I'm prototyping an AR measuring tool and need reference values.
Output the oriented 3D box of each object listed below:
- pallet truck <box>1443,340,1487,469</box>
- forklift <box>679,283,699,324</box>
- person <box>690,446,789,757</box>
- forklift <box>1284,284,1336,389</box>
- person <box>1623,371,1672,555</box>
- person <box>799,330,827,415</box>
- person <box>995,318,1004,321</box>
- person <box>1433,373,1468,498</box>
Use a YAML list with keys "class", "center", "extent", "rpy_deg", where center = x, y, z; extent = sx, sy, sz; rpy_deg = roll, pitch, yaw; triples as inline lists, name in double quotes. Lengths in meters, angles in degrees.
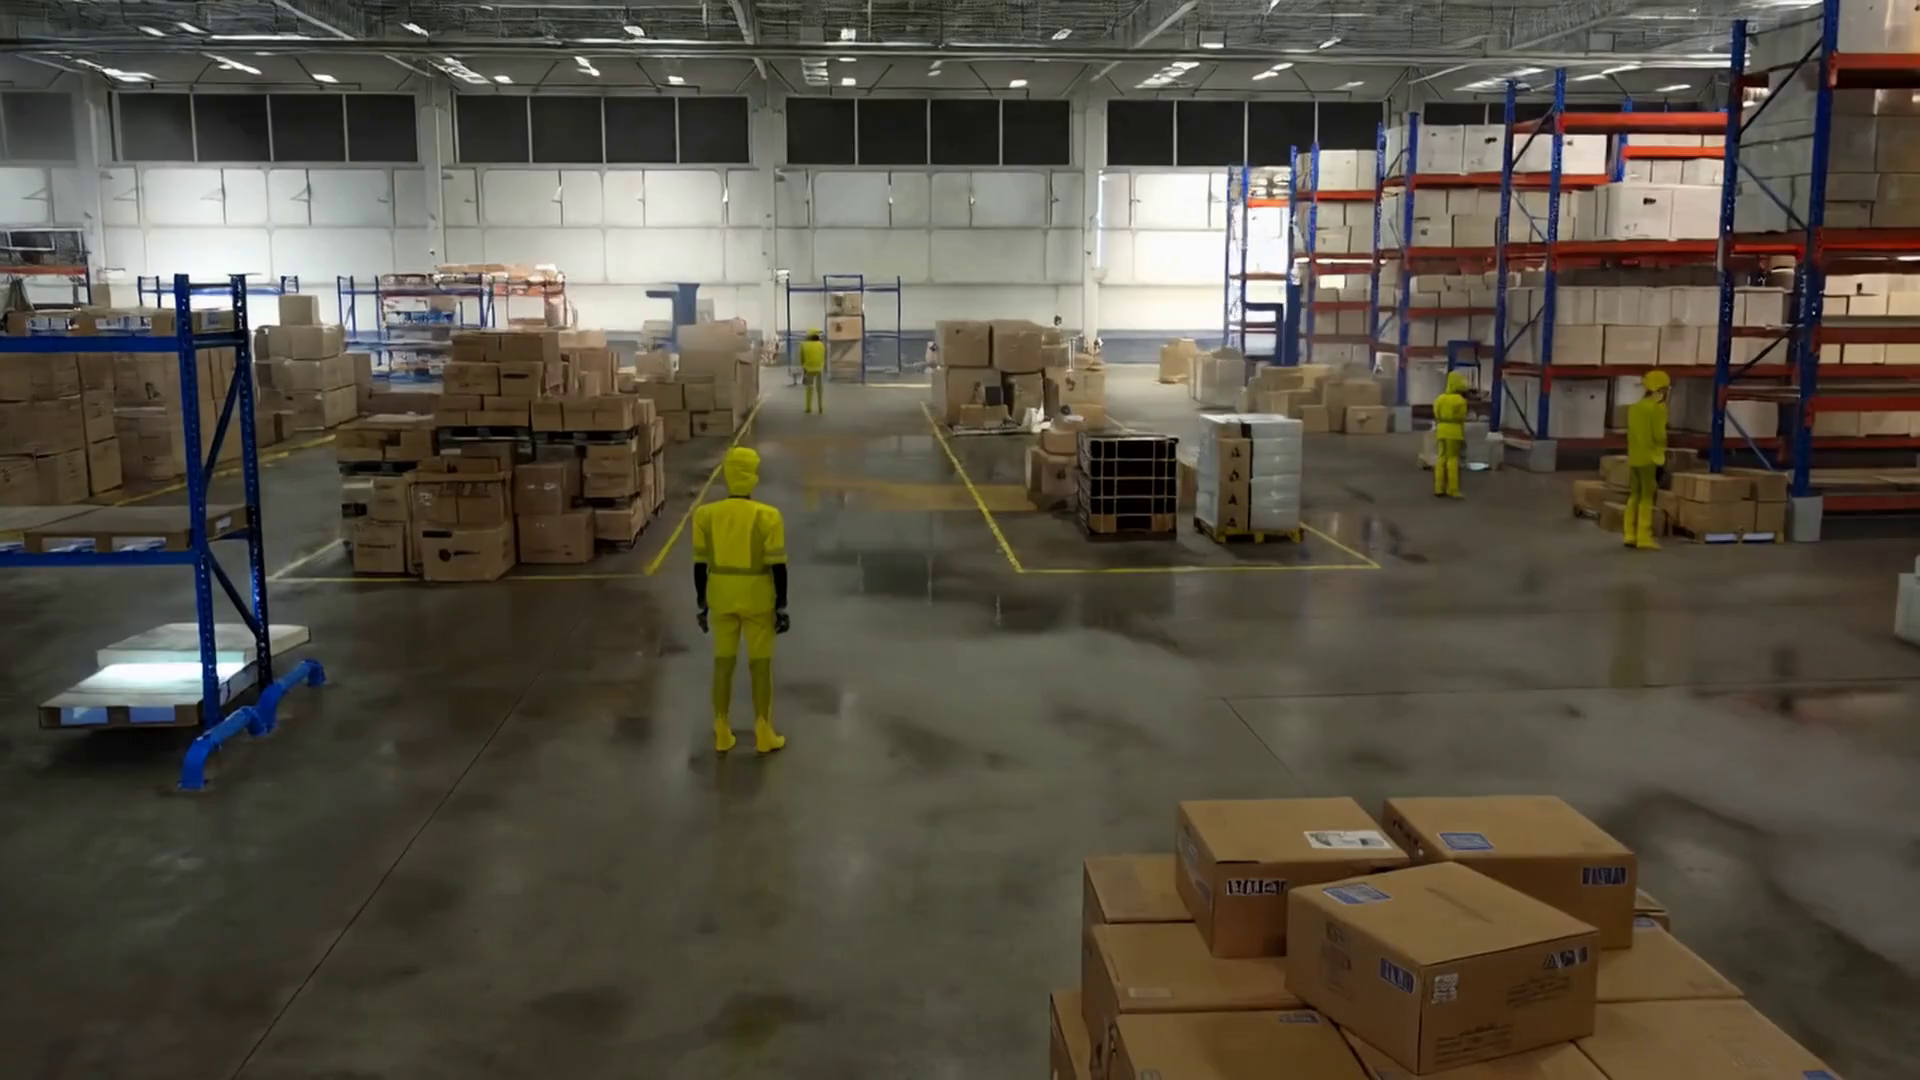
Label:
- class: "pallet truck"
  center: [8.004, -2.170, 26.422]
  extent: [0.823, 1.965, 1.885]
  rpy_deg: [2, 9, 14]
- class: "forklift"
  center: [-6.787, -5.041, 41.681]
  extent: [1.873, 2.768, 1.129]
  rpy_deg: [-1, 9, -4]
- class: "person"
  center: [-1.370, 0.389, 10.446]
  extent: [0.616, 1.964, 0.361]
  rpy_deg: [2, 9, 10]
- class: "forklift"
  center: [7.217, -4.139, 36.021]
  extent: [1.873, 2.768, 1.129]
  rpy_deg: [2, 9, 12]
- class: "person"
  center: [7.494, -0.845, 18.109]
  extent: [0.395, 1.994, 0.612]
  rpy_deg: [-1, 9, -6]
- class: "person"
  center: [-3.211, -3.646, 36.174]
  extent: [0.633, 1.841, 0.429]
  rpy_deg: [-5, 10, -26]
- class: "person"
  center: [0.988, -4.711, 42.560]
  extent: [0.377, 1.936, 0.549]
  rpy_deg: [-4, 10, -22]
- class: "person"
  center: [6.679, -1.415, 22.620]
  extent: [0.316, 1.695, 0.541]
  rpy_deg: [-6, 11, -33]
